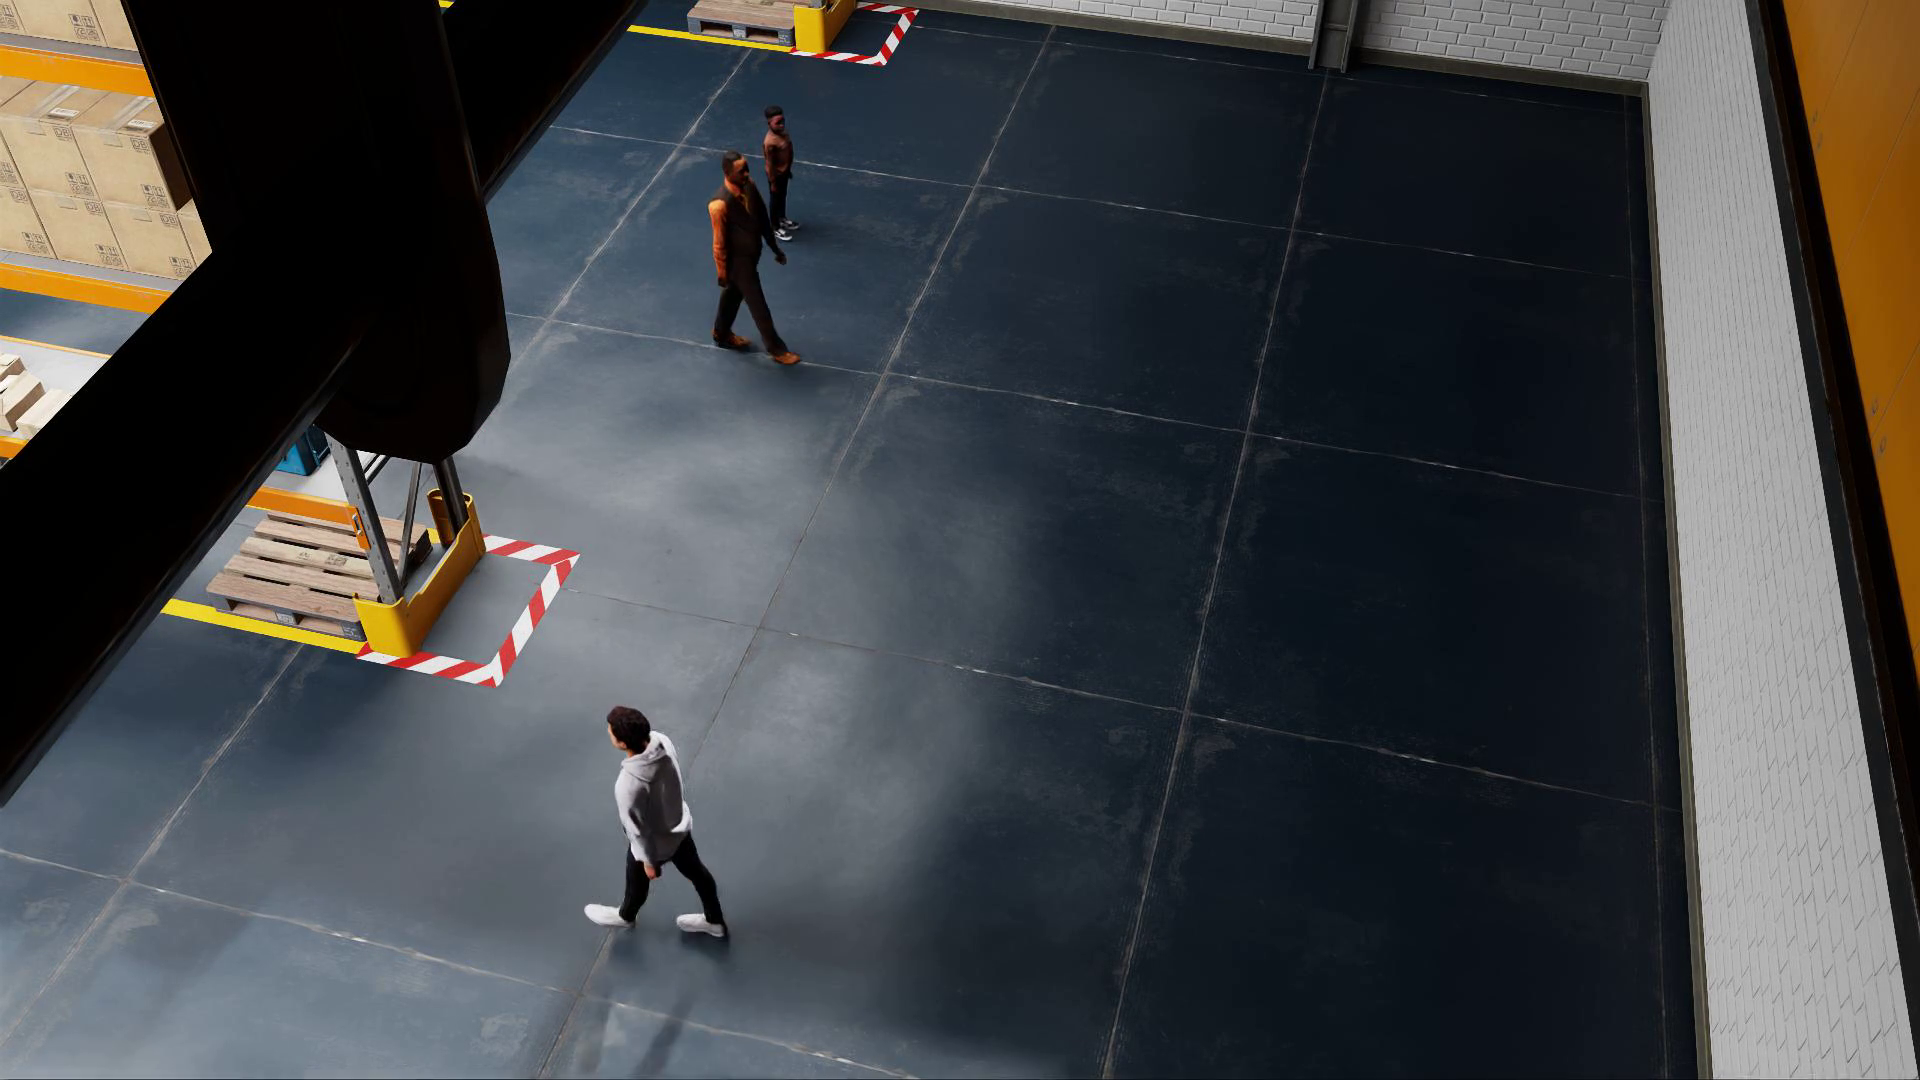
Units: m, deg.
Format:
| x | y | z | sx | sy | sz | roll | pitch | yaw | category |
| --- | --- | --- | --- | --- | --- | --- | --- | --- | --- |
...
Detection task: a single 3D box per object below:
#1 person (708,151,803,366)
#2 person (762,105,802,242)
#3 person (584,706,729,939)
| x | y | z | sx | sy | sz | roll | pitch | yaw | category |
| --- | --- | --- | --- | --- | --- | --- | --- | --- | --- |
| -1.842 | -2.289 | 13.323 | 1.177 | 1.870 | 0.817 | 16 | 46 | 16 | person |
| -1.622 | -3.292 | 14.822 | 0.491 | 1.253 | 0.532 | 15 | 46 | 15 | person |
| -1.560 | 1.628 | 9.195 | 1.040 | 1.890 | 0.694 | 9 | 44 | 10 | person |
